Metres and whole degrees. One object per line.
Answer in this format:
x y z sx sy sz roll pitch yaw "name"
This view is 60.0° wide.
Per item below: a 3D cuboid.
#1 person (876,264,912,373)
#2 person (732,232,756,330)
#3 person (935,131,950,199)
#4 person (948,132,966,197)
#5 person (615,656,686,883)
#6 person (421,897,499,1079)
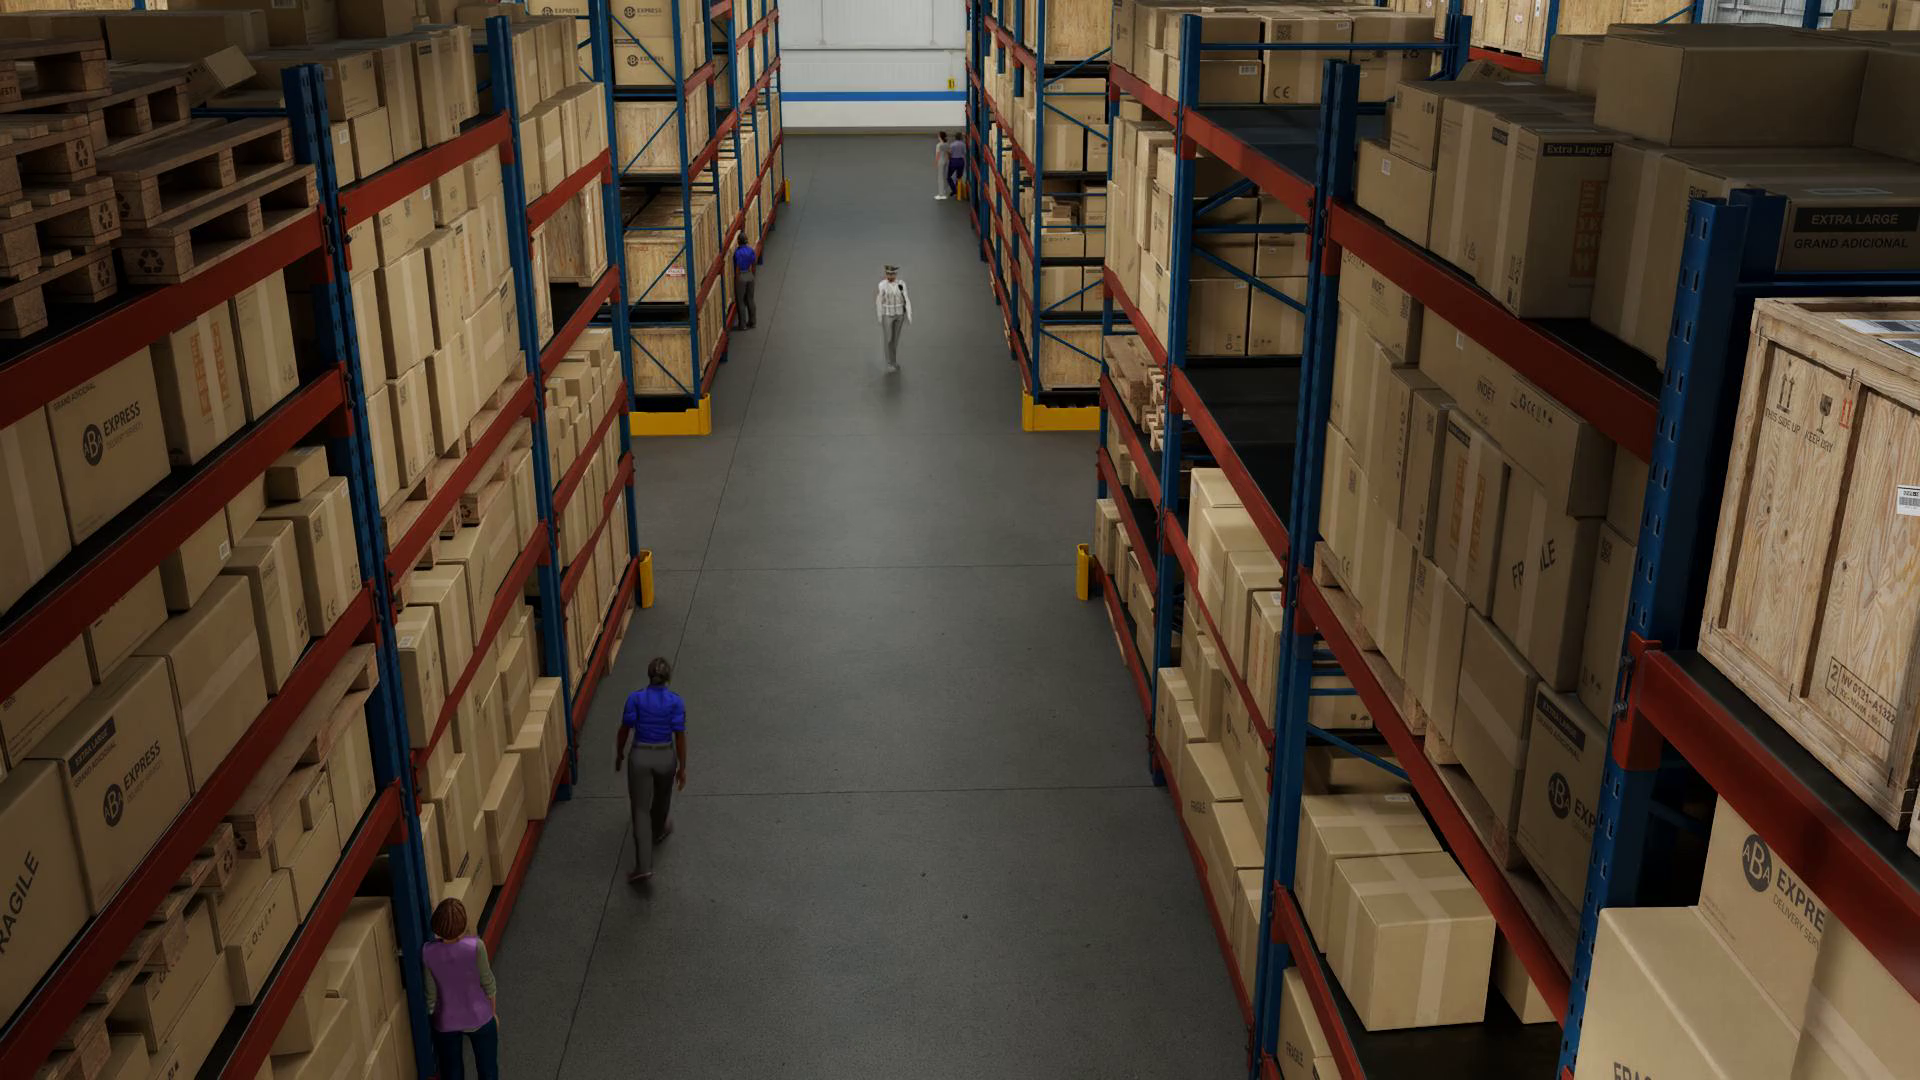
-0.999 -3.454 25.836 0.507 1.659 0.694 -8 22 -20 "person"
-3.737 -4.464 28.611 0.334 1.660 0.440 17 26 38 "person"
-0.454 -9.453 41.909 0.381 1.669 0.459 15 25 35 "person"
-0.039 -9.524 42.194 0.693 1.651 0.473 -7 21 -17 "person"
-2.278 1.647 12.289 0.544 1.605 0.971 -6 21 -17 "person"
-2.819 2.719 9.445 0.401 1.602 0.329 -5 21 -12 "person"
